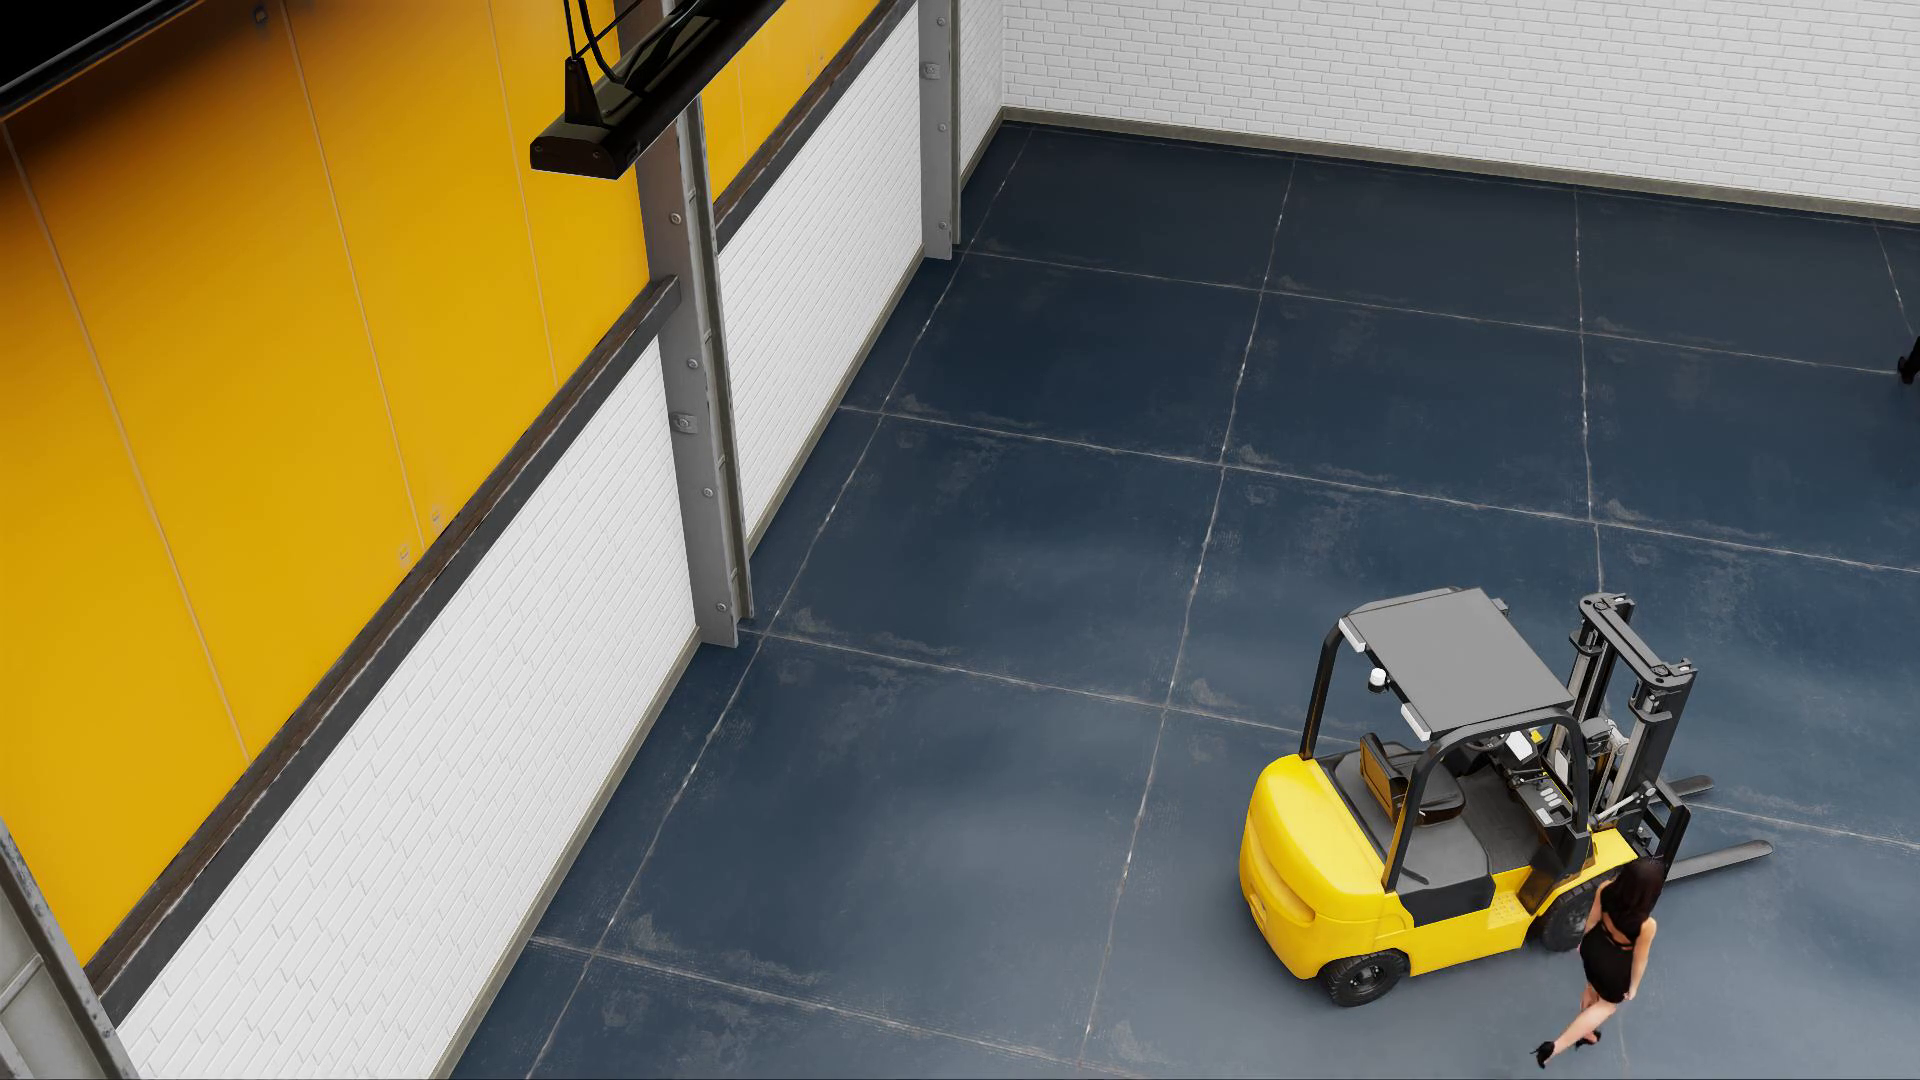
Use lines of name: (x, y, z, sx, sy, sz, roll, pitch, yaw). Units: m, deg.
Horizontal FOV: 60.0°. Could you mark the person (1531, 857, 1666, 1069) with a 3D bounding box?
person: (3.441, 2.321, 9.004, 0.917, 1.635, 0.866, -19, 42, -22)
